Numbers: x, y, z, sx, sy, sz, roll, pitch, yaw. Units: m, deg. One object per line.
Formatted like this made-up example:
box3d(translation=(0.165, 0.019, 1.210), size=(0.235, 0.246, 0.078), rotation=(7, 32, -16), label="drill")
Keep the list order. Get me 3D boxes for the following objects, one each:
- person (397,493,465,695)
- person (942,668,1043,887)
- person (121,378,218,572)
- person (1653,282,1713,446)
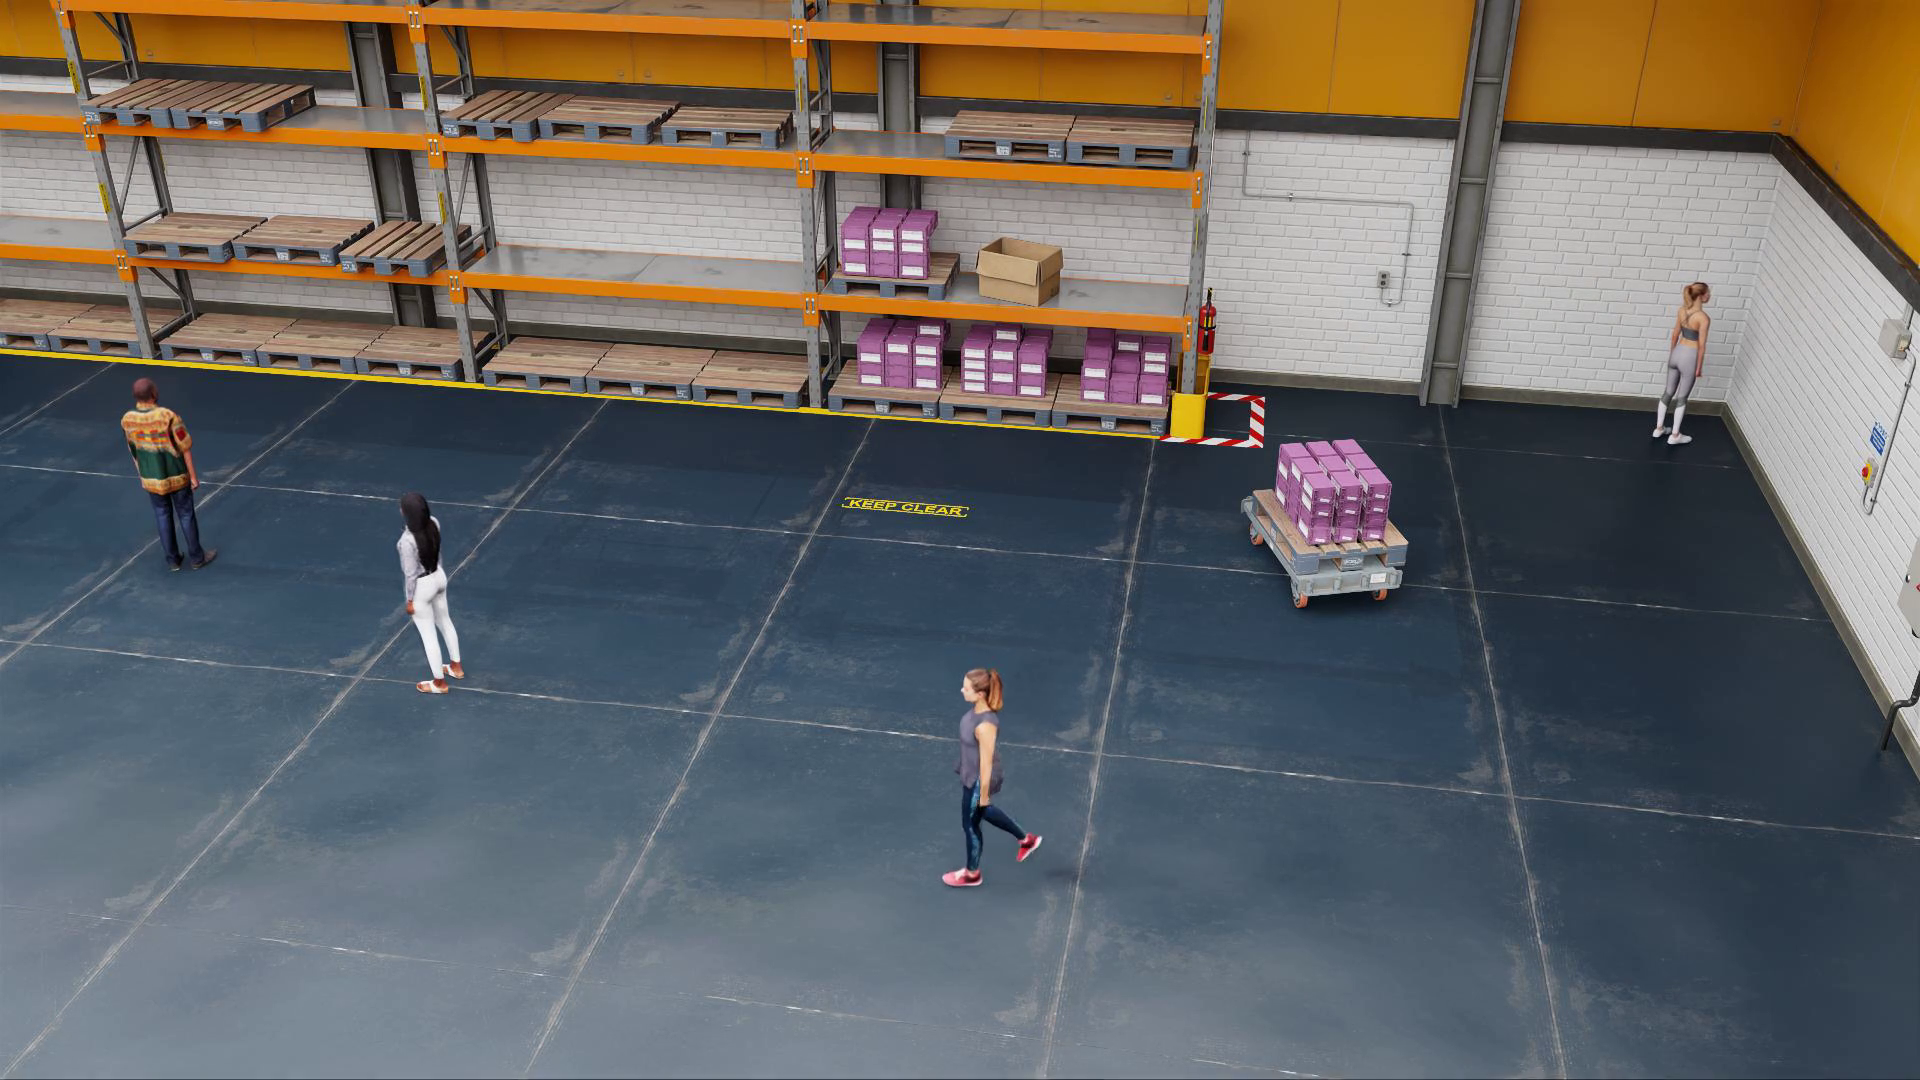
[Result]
box3d(translation=(-4.148, 0.391, 12.957), size=(0.572, 1.725, 0.622), rotation=(9, 30, 17), label="person")
box3d(translation=(0.218, 1.552, 10.845), size=(0.938, 1.710, 0.672), rotation=(-1, 29, -1), label="person")
box3d(translation=(-7.001, -0.577, 14.647), size=(0.676, 1.806, 0.820), rotation=(-1, 29, -3), label="person")
box3d(translation=(7.416, -1.823, 17.035), size=(0.661, 1.705, 0.632), rotation=(-12, 31, -21), label="person")
